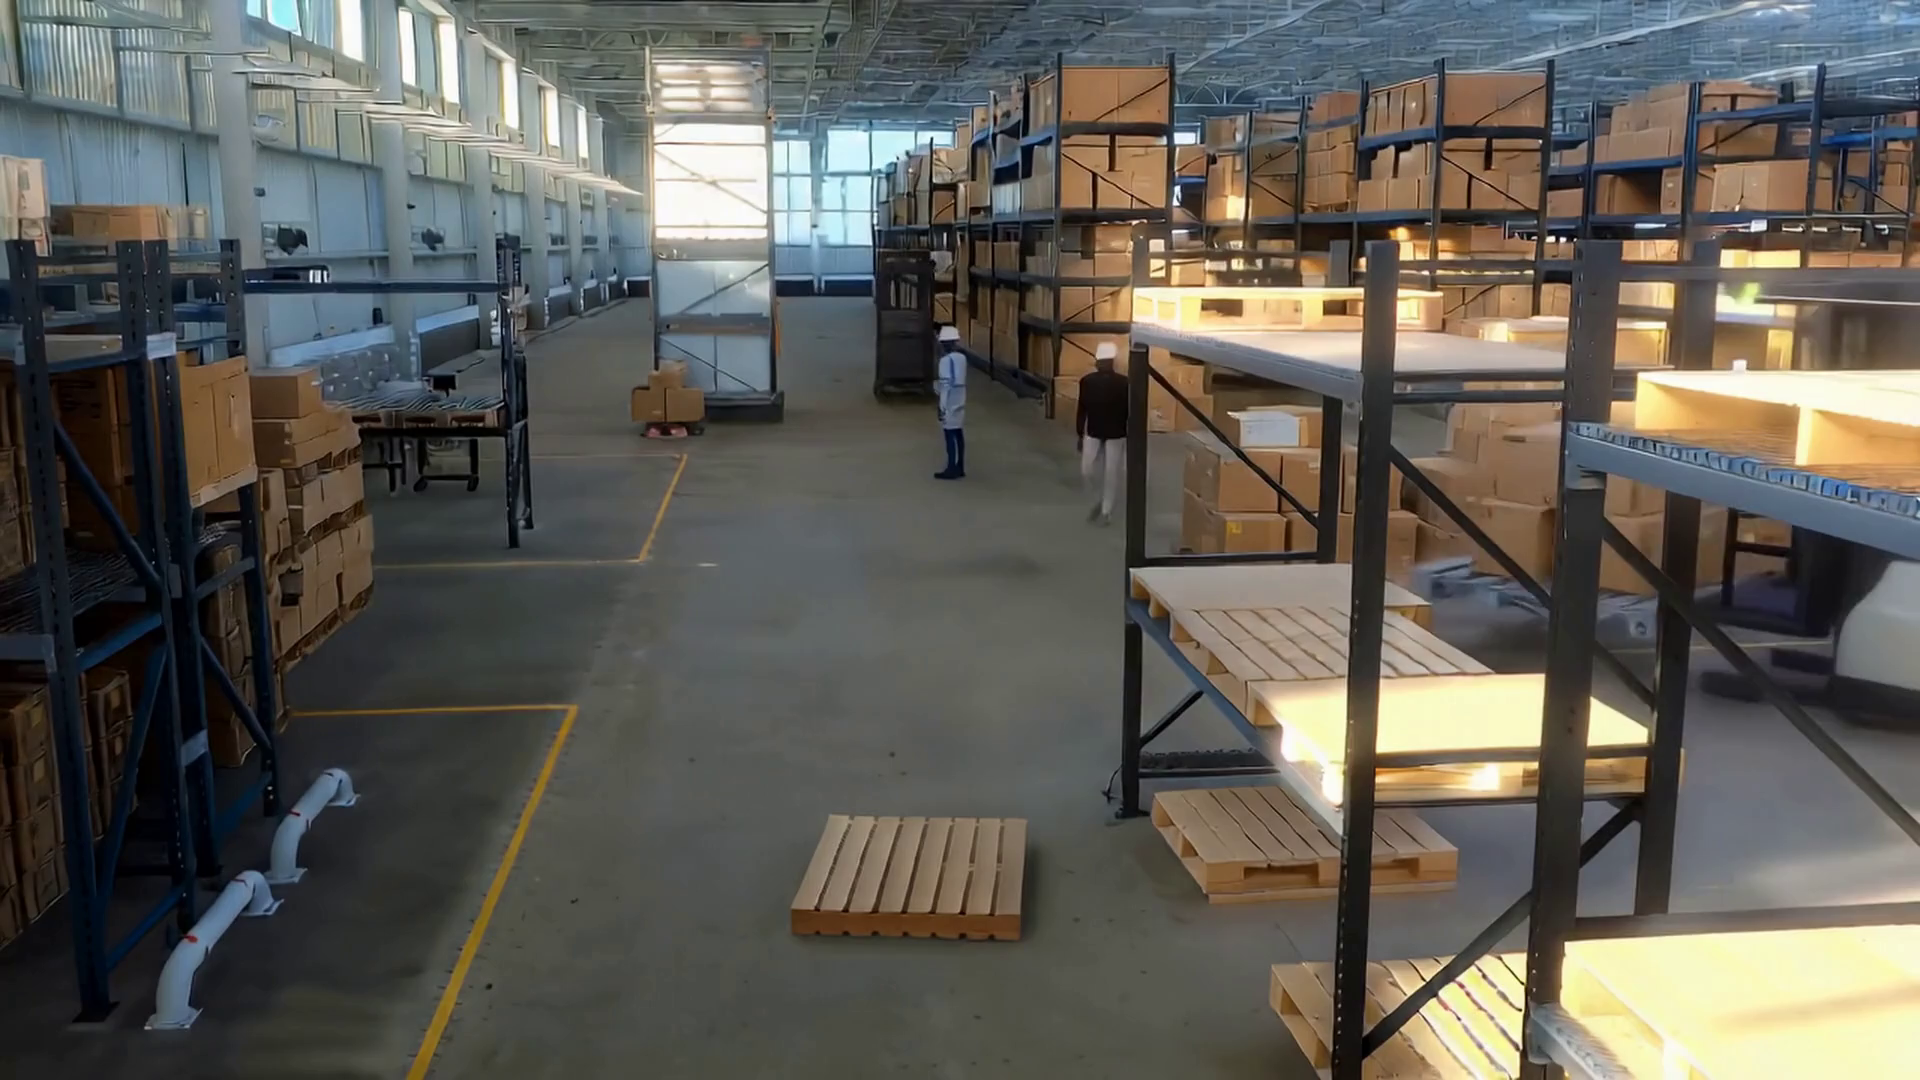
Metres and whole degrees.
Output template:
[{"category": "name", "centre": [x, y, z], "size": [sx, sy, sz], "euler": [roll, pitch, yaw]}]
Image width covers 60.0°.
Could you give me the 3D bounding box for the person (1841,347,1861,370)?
[{"category": "person", "centre": [10.373, -1.355, 19.438], "size": [0.920, 1.813, 0.622], "euler": [-5, 11, -25]}]

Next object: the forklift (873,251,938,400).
[{"category": "forklift", "centre": [-1.080, -4.148, 31.917], "size": [1.129, 2.768, 1.873], "euler": [-1, 10, -6]}]

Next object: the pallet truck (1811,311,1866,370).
[{"category": "pallet truck", "centre": [15.846, -3.142, 28.793], "size": [1.885, 1.965, 0.823], "euler": [2, 10, 12]}]

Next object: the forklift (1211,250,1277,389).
[{"category": "forklift", "centre": [5.902, -4.590, 34.365], "size": [1.129, 2.768, 1.873], "euler": [3, 11, 18]}]

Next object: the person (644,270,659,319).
[{"category": "person", "centre": [-11.958, -9.527, 64.465], "size": [0.400, 1.894, 0.657], "euler": [9, 14, 40]}]

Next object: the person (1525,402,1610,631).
[{"category": "person", "centre": [4.740, -0.214, 12.779], "size": [0.569, 1.919, 0.643], "euler": [2, 10, 13]}]

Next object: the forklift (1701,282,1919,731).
[{"category": "forklift", "centre": [5.976, -0.284, 10.508], "size": [1.129, 2.768, 1.873], "euler": [-8, 13, -39]}]

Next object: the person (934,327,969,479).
[{"category": "person", "centre": [-0.126, -1.745, 21.214], "size": [0.357, 1.938, 0.542], "euler": [6, 12, 30]}]

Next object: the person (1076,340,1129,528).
[{"category": "person", "centre": [1.525, -1.115, 17.590], "size": [0.642, 1.982, 0.435], "euler": [4, 11, 19]}]

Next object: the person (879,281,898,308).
[{"category": "person", "centre": [-2.355, -7.675, 54.473], "size": [0.566, 1.797, 0.921], "euler": [5, 11, 24]}]
